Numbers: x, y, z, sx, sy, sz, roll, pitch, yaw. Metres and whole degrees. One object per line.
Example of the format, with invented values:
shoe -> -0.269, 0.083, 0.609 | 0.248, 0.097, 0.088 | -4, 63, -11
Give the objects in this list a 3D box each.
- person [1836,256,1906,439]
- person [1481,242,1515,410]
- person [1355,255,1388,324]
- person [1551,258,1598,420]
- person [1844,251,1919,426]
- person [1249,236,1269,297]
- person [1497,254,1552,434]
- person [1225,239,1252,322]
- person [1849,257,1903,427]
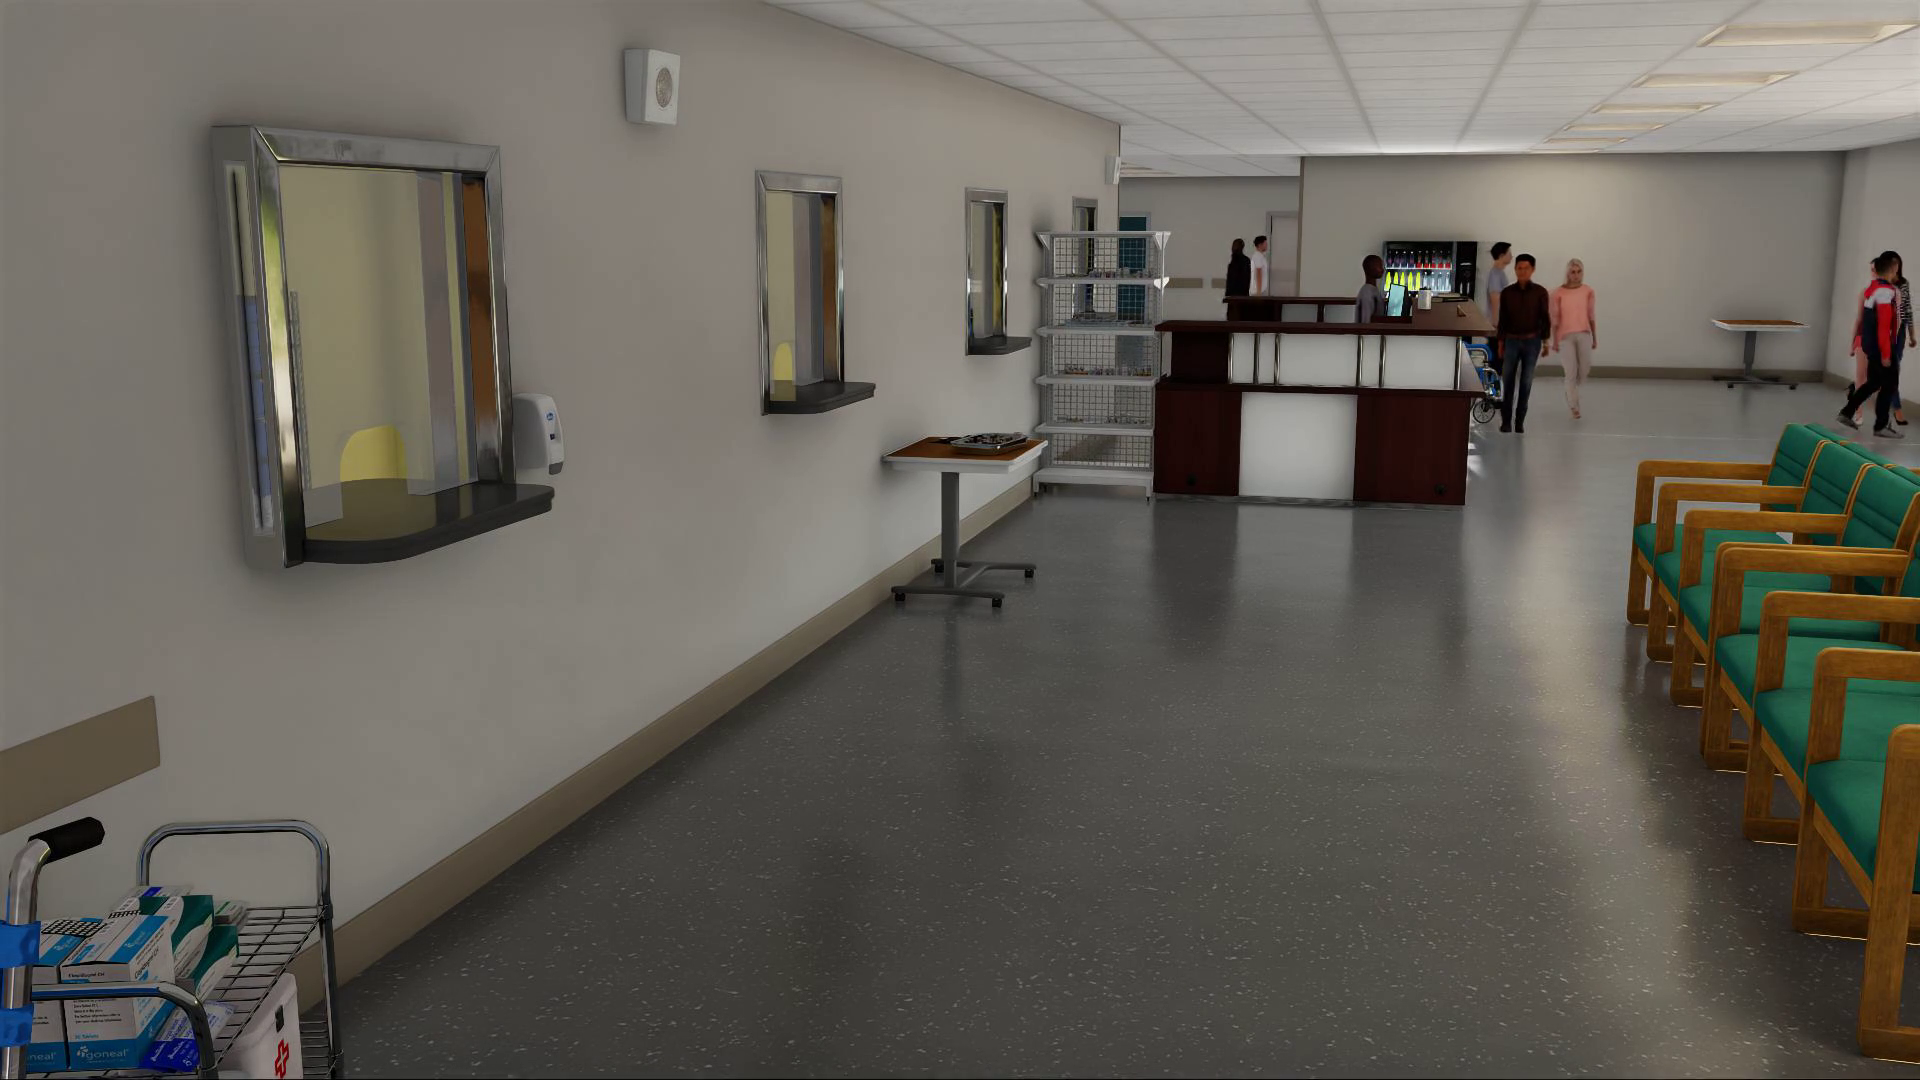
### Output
person -> 8.946, -1.880, 16.278 | 0.851, 1.730, 0.734 | 7, 13, 31
person -> 6.015, -2.414, 18.738 | 0.628, 1.862, 0.698 | 5, 12, 23
person -> 3.933, -1.855, 16.034 | 0.546, 1.771, 0.637 | 4, 12, 21
person -> 6.543, -2.150, 17.795 | 0.763, 1.695, 0.779 | 1, 11, 4
person -> 9.499, -2.062, 17.126 | 1.092, 1.755, 1.027 | -3, 11, -17
person -> 5.114, -4.350, 28.981 | 0.832, 1.846, 0.768 | 0, 11, 1
person -> 5.549, -1.913, 16.382 | 0.799, 1.755, 0.779 | 4, 11, 20
person -> 4.728, -4.120, 27.869 | 1.015, 1.808, 0.941 | -4, 12, -22
person -> 9.346, -1.985, 16.930 | 1.064, 1.693, 0.821 | 4, 12, 22
